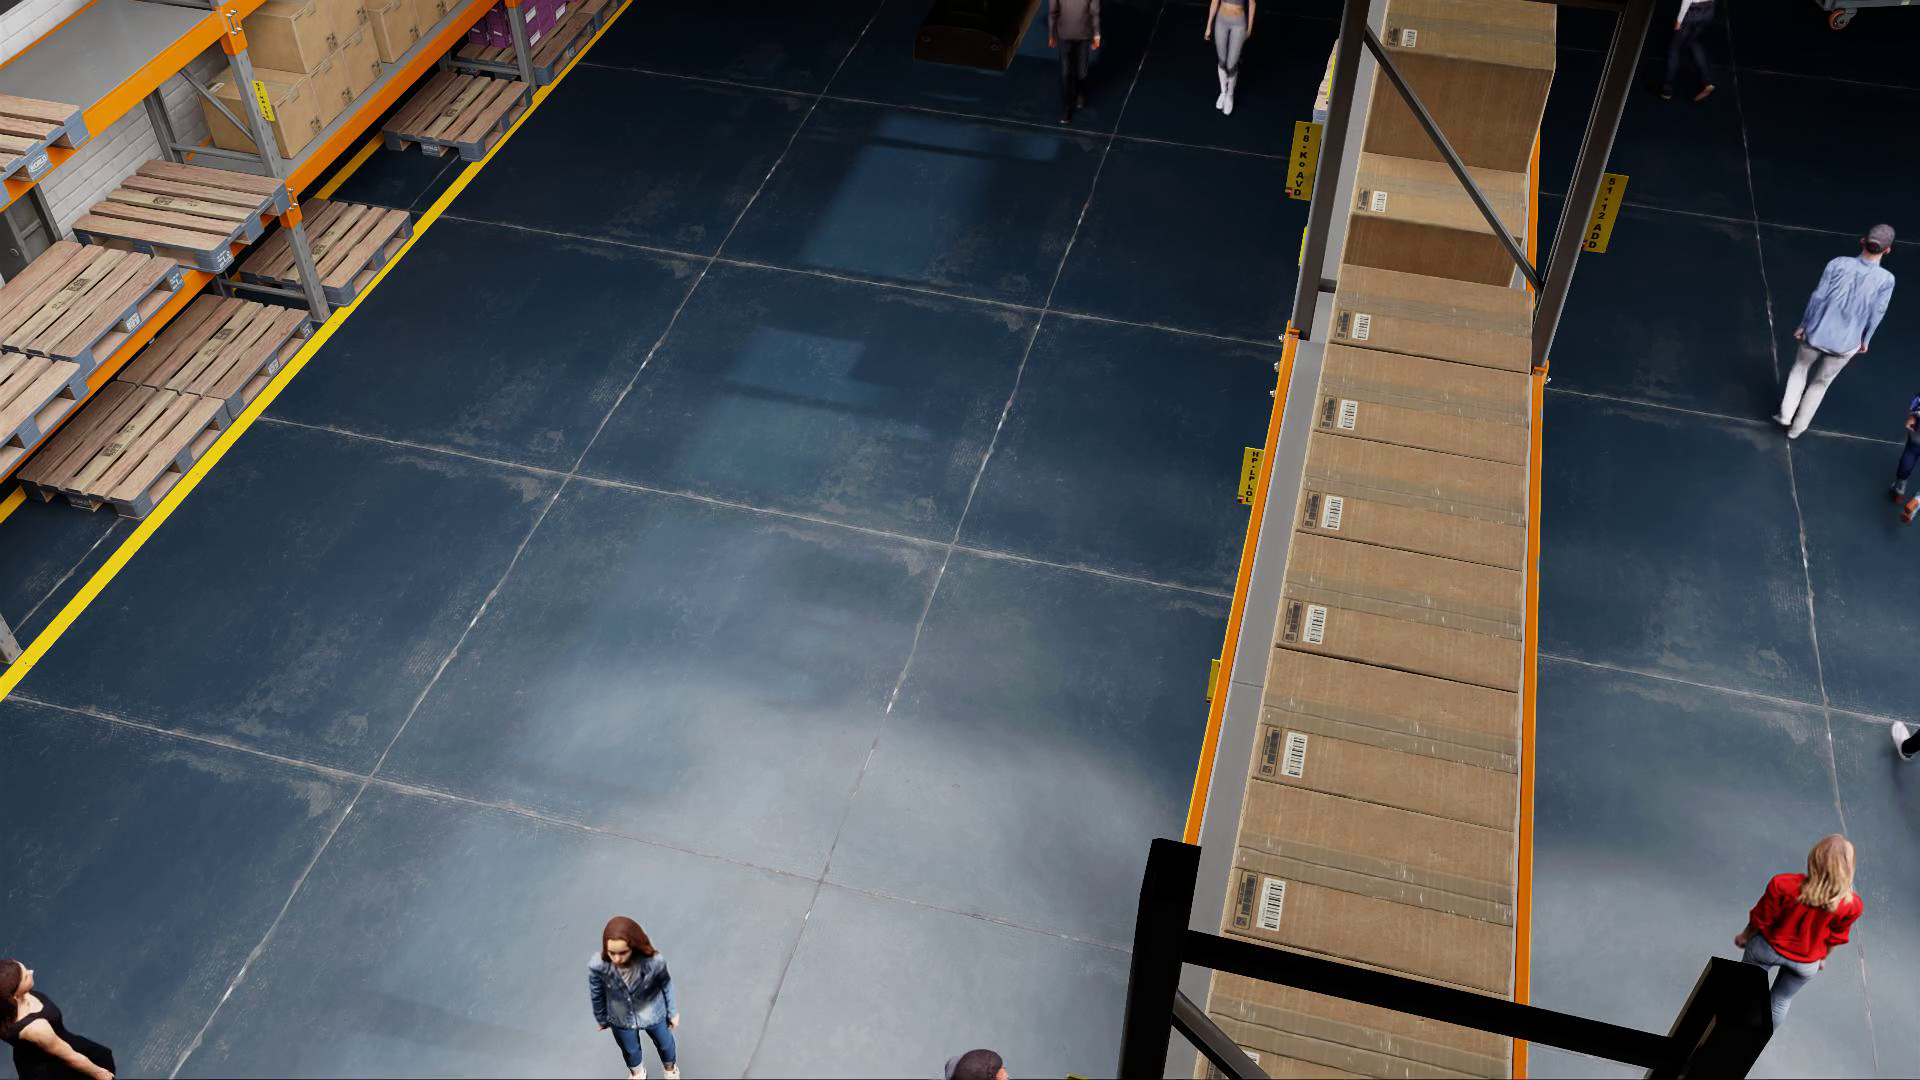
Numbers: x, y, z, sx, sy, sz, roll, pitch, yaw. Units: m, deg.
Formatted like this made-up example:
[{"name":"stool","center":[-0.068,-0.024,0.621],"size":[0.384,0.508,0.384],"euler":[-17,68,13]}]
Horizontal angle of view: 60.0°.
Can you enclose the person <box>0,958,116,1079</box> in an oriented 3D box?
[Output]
[{"name":"person","center":[-4.485,2.621,8.119],"size":[0.741,1.674,0.806],"euler":[30,51,28]}]

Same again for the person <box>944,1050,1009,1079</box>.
[{"name":"person","center":[0.063,2.906,7.879],"size":[0.886,1.592,0.793],"euler":[-16,46,-16]}]

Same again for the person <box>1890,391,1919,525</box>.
[{"name":"person","center":[6.910,-0.778,11.738],"size":[0.710,1.603,0.931],"euler":[16,46,16]}]

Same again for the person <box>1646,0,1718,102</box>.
[{"name":"person","center":[7.168,-5.059,16.053],"size":[0.943,1.849,1.026],"euler":[-19,47,-19]}]

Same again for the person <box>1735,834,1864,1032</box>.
[{"name":"person","center":[4.279,2.119,8.623],"size":[0.638,1.706,0.537],"euler":[15,46,16]}]

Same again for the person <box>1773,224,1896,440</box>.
[{"name":"person","center":[6.427,-1.486,12.282],"size":[0.745,1.877,0.738],"euler":[25,49,24]}]

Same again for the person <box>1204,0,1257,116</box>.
[{"name":"person","center":[2.637,-4.995,16.102],"size":[0.610,1.689,0.646],"euler":[17,46,17]}]

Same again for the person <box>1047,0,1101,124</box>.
[{"name":"person","center":[1.118,-4.880,15.933],"size":[0.716,1.757,0.676],"euler":[10,45,11]}]

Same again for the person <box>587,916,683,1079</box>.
[{"name":"person","center":[-1.643,2.399,8.494],"size":[0.634,1.477,0.619],"euler":[-5,44,-5]}]
